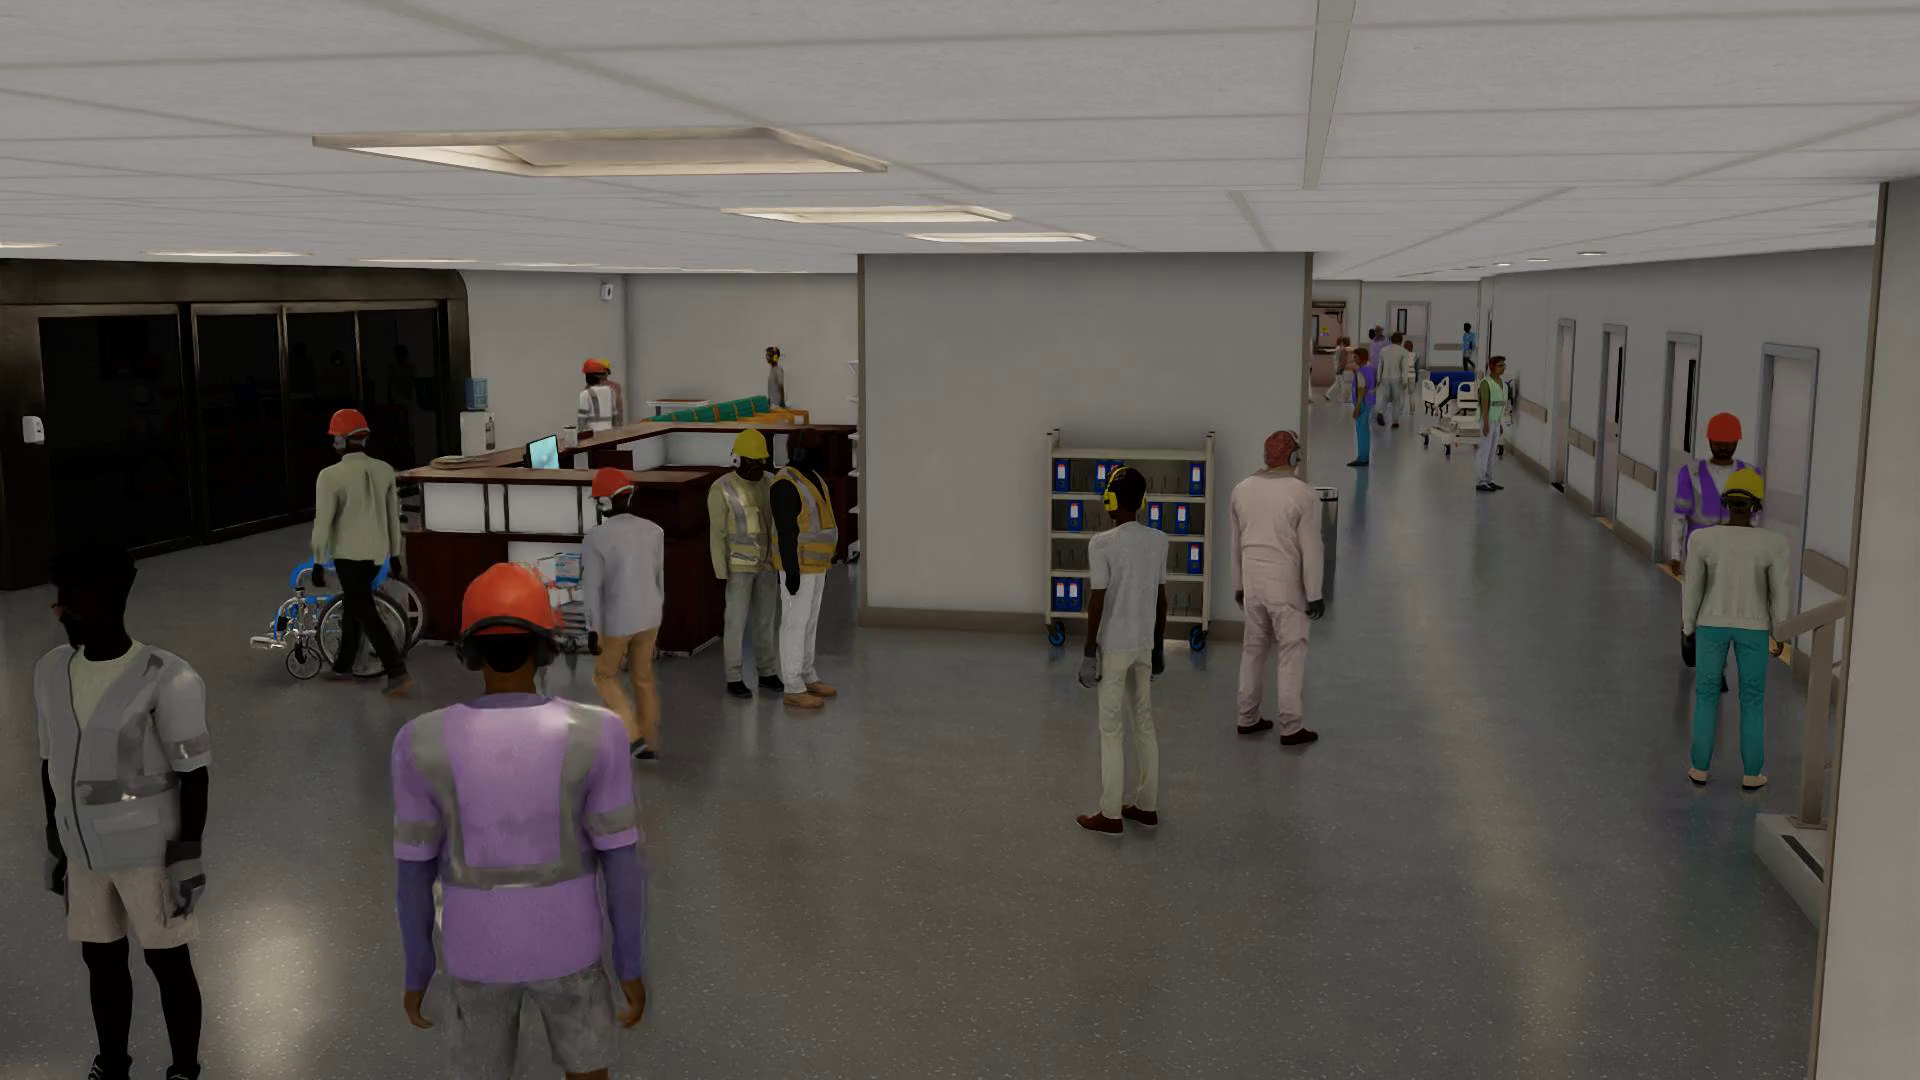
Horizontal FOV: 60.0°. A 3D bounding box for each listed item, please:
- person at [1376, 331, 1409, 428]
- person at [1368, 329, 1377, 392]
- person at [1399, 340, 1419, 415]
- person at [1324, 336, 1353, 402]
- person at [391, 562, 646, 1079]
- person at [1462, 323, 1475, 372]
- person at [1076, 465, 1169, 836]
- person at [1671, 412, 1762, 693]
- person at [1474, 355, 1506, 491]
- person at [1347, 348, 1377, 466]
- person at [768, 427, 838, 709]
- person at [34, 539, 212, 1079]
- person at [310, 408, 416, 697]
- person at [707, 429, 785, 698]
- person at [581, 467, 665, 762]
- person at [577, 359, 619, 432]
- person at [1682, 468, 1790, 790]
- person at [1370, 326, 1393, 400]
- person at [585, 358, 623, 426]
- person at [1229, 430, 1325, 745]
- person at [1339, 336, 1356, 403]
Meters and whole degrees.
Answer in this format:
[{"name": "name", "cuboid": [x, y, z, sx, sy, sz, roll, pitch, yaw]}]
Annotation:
[{"name": "person", "cuboid": [8.526, -3.154, 32.834, 0.673, 1.919, 0.555, 7, 11, 37]}, {"name": "person", "cuboid": [10.994, -4.771, 44.276, 0.322, 1.697, 0.535, 2, 9, 14]}, {"name": "person", "cuboid": [9.802, -3.556, 36.443, 0.509, 1.629, 0.315, 0, 9, 0]}, {"name": "person", "cuboid": [9.246, -4.159, 40.469, 0.698, 1.613, 0.524, 2, 9, 11]}, {"name": "person", "cuboid": [-1.132, 1.076, 4.442, 0.700, 2.029, 0.420, -1, 9, -9]}, {"name": "person", "cuboid": [16.173, -6.054, 52.829, 0.446, 1.680, 0.544, -2, 9, -14]}, {"name": "person", "cuboid": [0.823, 0.557, 8.396, 0.510, 1.862, 0.324, -6, 11, -36]}, {"name": "person", "cuboid": [5.254, 0.051, 11.604, 0.554, 1.913, 0.864, 3, 9, 17]}, {"name": "person", "cuboid": [7.249, -1.596, 22.714, 0.397, 1.847, 0.564, 7, 11, 40]}, {"name": "person", "cuboid": [6.253, -2.061, 25.837, 0.404, 1.838, 0.574, 4, 10, 27]}, {"name": "person", "cuboid": [-1.018, 0.174, 10.993, 0.429, 1.844, 0.623, 2, 9, 12]}, {"name": "person", "cuboid": [-2.675, 0.966, 5.313, 0.608, 1.966, 0.372, 2, 9, 16]}, {"name": "person", "cuboid": [-4.056, 0.086, 11.250, 1.001, 1.954, 0.632, 5, 10, 28]}, {"name": "person", "cuboid": [-1.412, 0.155, 11.204, 0.599, 1.819, 0.403, -8, 12, -43]}, {"name": "person", "cuboid": [-1.940, 0.442, 9.564, 0.421, 1.731, 0.605, 8, 12, 43]}, {"name": "person", "cuboid": [-4.521, -1.286, 20.518, 1.011, 1.882, 0.566, 5, 10, 28]}, {"name": "person", "cuboid": [4.263, 0.485, 9.168, 0.533, 1.767, 0.327, 4, 10, 27]}, {"name": "person", "cuboid": [10.178, -4.278, 40.439, 0.883, 1.875, 0.660, -5, 10, -28]}, {"name": "person", "cuboid": [-5.044, -1.693, 23.630, 0.535, 1.766, 0.320, 0, 9, 2]}, {"name": "person", "cuboid": [1.939, 0.279, 10.119, 0.399, 1.899, 0.653, -7, 11, -40]}, {"name": "person", "cuboid": [9.427, -4.096, 40.064, 0.582, 1.611, 0.520, 6, 11, 36]}]
